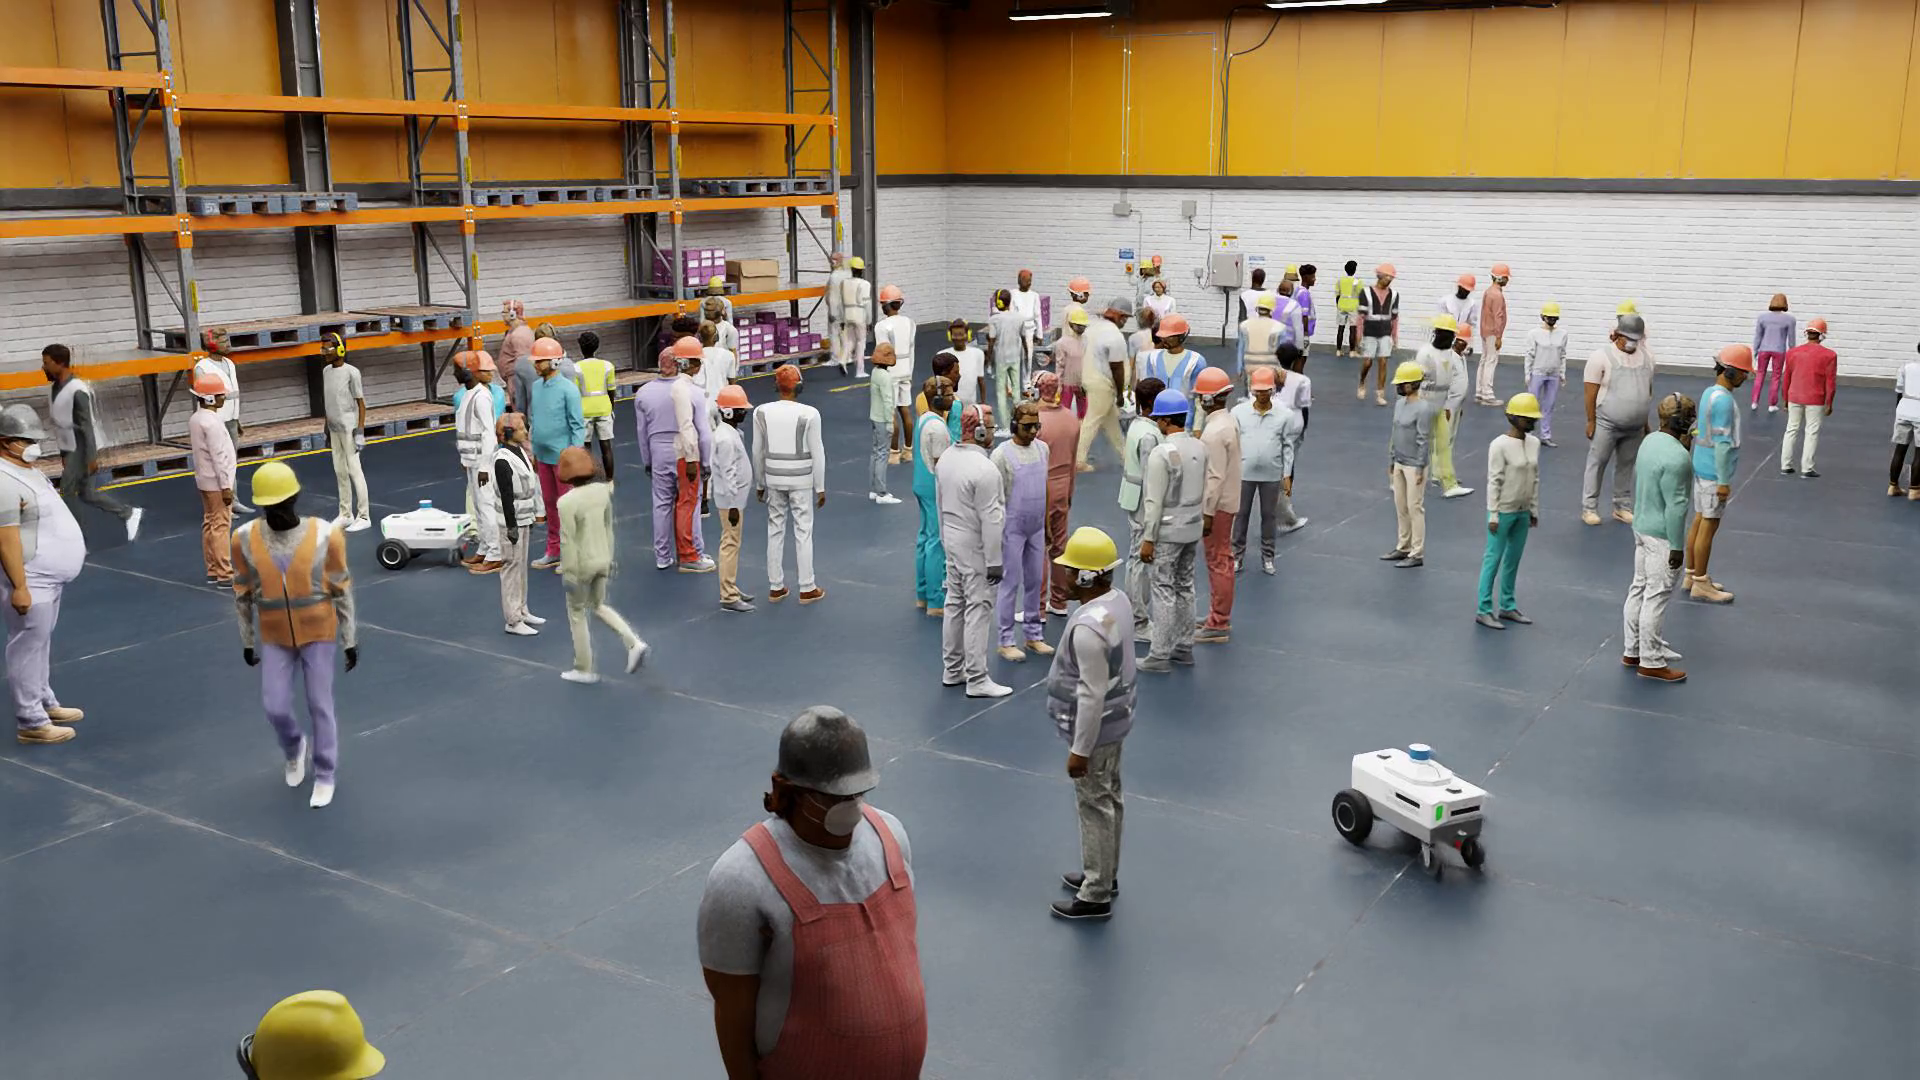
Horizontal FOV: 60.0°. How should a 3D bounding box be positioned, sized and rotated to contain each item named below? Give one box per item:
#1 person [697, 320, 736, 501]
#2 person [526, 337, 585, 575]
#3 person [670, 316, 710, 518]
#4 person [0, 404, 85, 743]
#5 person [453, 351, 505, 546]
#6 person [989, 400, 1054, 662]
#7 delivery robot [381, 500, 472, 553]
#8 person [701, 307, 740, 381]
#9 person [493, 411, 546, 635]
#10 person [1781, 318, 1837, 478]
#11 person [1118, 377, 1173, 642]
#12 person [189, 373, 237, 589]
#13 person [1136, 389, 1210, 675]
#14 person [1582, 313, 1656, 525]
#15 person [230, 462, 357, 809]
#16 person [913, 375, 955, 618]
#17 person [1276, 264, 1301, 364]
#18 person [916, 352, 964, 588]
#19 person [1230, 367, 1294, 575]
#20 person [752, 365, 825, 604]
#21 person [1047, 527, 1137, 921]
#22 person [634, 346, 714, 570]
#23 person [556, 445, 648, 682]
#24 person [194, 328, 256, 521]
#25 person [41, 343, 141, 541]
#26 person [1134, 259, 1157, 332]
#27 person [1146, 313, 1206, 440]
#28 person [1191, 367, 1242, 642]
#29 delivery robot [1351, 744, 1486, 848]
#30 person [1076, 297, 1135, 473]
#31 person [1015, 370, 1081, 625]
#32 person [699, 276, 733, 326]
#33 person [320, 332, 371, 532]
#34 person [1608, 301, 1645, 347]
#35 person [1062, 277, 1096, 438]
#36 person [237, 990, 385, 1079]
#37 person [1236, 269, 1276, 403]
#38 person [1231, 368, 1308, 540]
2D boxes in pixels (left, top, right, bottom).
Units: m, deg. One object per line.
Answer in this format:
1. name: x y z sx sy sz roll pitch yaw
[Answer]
1. person: -2.519 -1.308 16.919 0.506 1.841 0.346 -4 14 -17
2. person: -3.405 -0.705 13.964 0.622 1.992 0.393 11 17 39
3. person: -2.612 -1.193 16.142 0.361 1.964 0.613 -3 13 -14
4. person: -5.551 0.184 10.006 0.535 2.000 0.684 -4 14 -18
5. person: -4.291 -0.837 15.055 0.334 1.753 0.572 8 15 31
6. person: 0.430 -0.066 11.549 0.519 1.836 0.348 -10 17 -38
7. delivery robot: -4.571 -0.096 14.273 0.707 0.478 0.477 0 13 2
8. person: -3.017 -2.126 20.900 0.514 1.642 0.311 2 13 8
9. person: -3.264 -0.127 12.228 0.307 1.644 0.514 -1 13 -2
10. person: 9.299 -1.558 18.219 0.354 1.742 0.569 -10 16 -36
11. person: 1.344 -0.222 12.031 0.392 1.922 0.592 0 13 -2
12. person: -6.035 -0.485 13.534 0.327 1.753 0.563 -10 17 -38
13. person: 1.438 -0.056 11.295 0.420 1.933 0.618 11 17 39
14. person: 6.294 -1.154 15.813 0.683 2.000 0.536 -2 13 -9
15. person: -3.555 0.503 8.909 0.605 1.907 0.500 -2 13 -10
16. person: -0.181 -0.332 12.673 0.347 1.847 0.505 -4 14 -16
17. person: 5.419 -3.666 27.359 0.487 1.744 0.297 2 13 11
18. person: -0.147 -0.568 13.541 0.393 1.918 0.589 -9 16 -35
19. person: 2.501 -0.573 13.915 0.561 1.753 0.332 2 13 9
20. person: -1.330 -0.434 13.030 0.585 1.883 0.340 4 14 16
21. person: 0.597 0.840 7.617 0.404 1.834 0.591 4 14 17
22. person: -2.392 -0.681 14.058 0.642 1.907 0.410 3 13 11
23. person: -2.413 0.176 10.985 0.536 1.613 0.502 7 15 26
24. person: -7.154 -1.123 16.091 0.382 1.849 0.571 1 13 4
25. person: -7.705 -0.800 14.637 0.598 1.890 0.832 12 18 42
26. person: 3.185 -3.940 28.546 0.296 1.745 0.484 -12 18 -42
27. person: 1.993 -1.113 15.642 0.614 2.037 0.377 7 15 29
28. person: 1.832 -0.254 12.013 0.391 1.991 0.612 4 14 18
29. delivery robot: 2.297 1.268 8.357 0.477 0.478 0.707 -6 14 -25
30. person: 1.666 -1.756 18.421 1.037 2.000 0.762 -3 13 -13
31. person: 0.612 -0.321 12.493 0.408 1.906 0.652 11 17 40
32. person: -3.574 -2.995 24.451 0.490 1.741 0.322 0 13 2
33. person: -5.777 -1.009 15.560 0.538 1.869 0.312 8 15 31
34. person: 8.167 -2.091 20.565 0.869 1.719 0.529 -10 16 -37
35. person: 1.467 -2.269 20.748 0.378 1.995 0.609 -5 14 -20
36. person: -1.377 1.801 3.622 0.339 1.761 0.524 -1 13 -3
37. person: 4.230 -2.901 23.699 0.602 1.907 0.420 -5 14 -20
38. person: 2.816 -0.786 15.206 0.904 1.581 0.529 -9 16 -35
